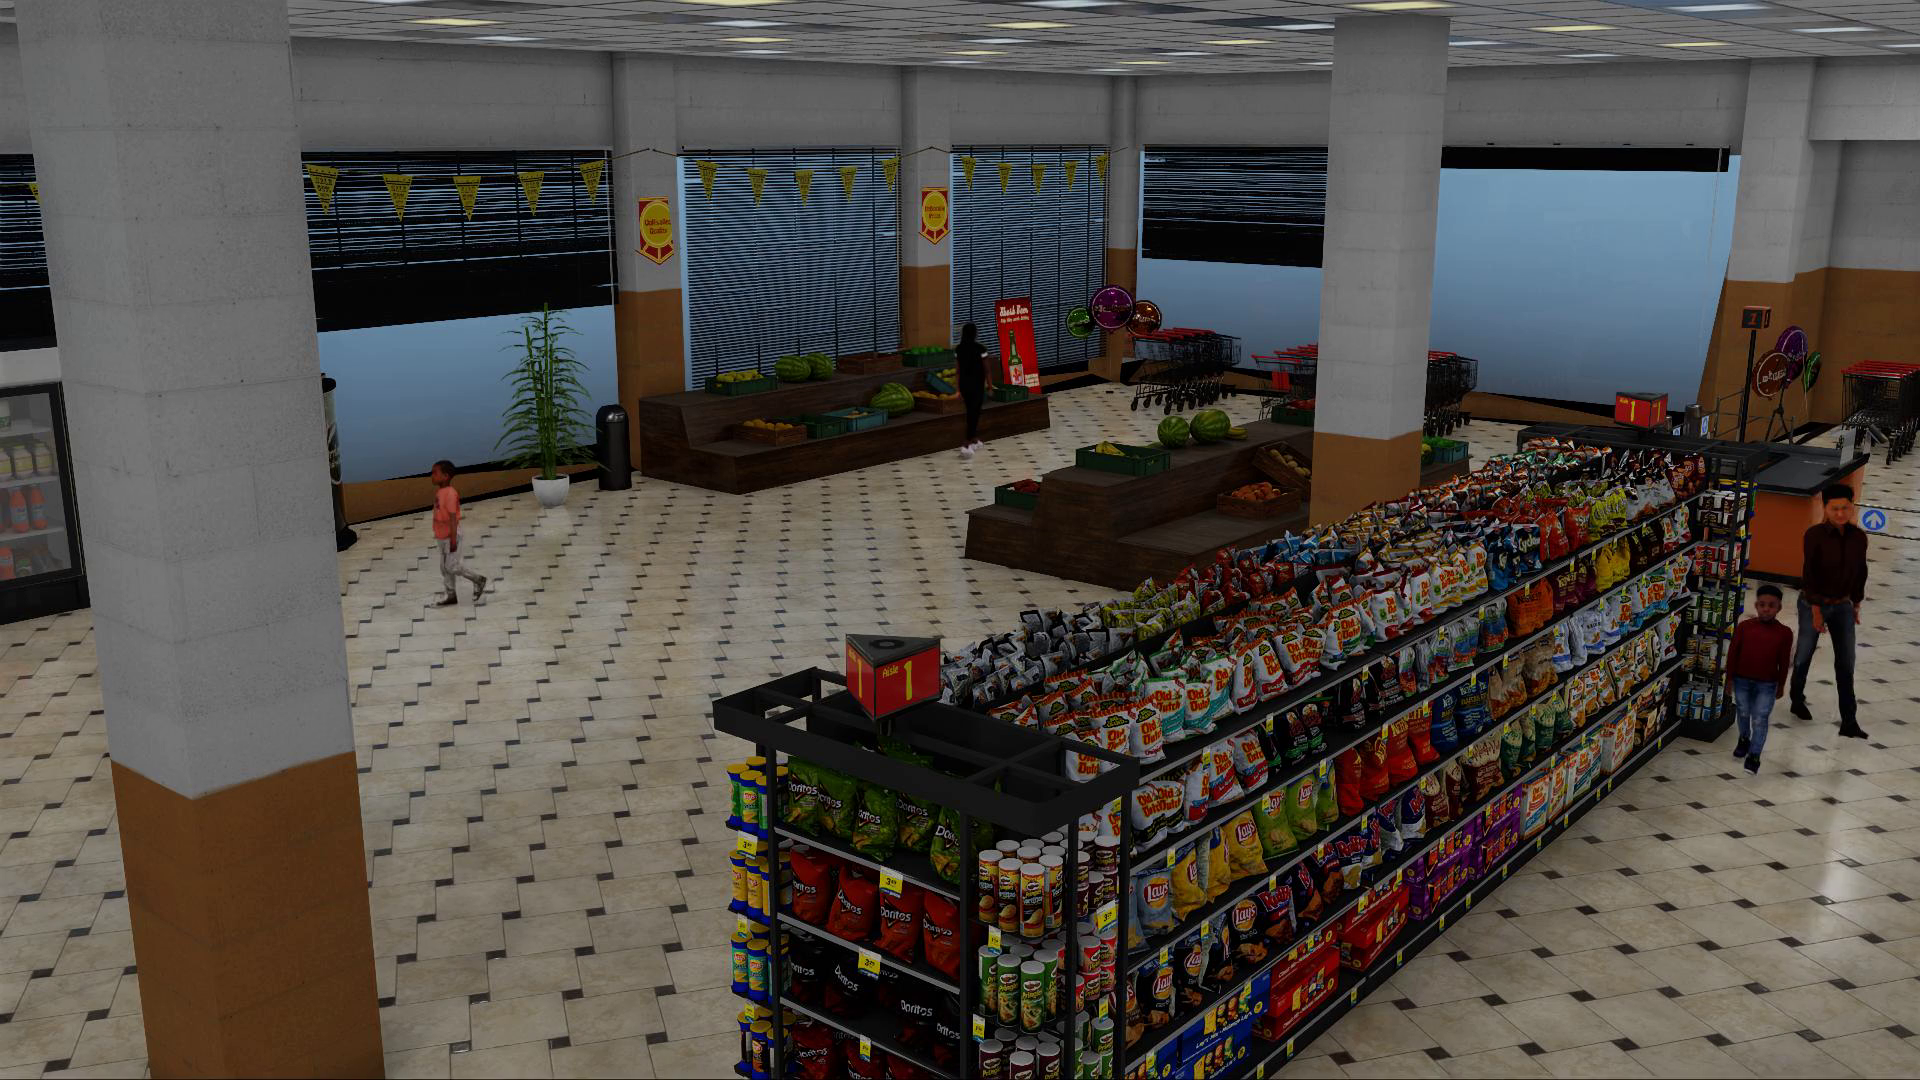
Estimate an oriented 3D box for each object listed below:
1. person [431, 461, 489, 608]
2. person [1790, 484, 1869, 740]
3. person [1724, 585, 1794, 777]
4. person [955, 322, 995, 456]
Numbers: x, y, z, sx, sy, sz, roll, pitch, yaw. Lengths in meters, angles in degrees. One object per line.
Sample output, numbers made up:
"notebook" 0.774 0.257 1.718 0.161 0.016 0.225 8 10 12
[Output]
"person" -4.417 -0.055 14.586 0.755 1.303 0.579 -10 17 -35
"person" 5.935 0.467 11.532 1.052 1.727 1.138 0 14 -2
"person" 5.195 0.891 10.850 0.557 1.225 0.887 10 17 35
"person" 0.151 -1.919 21.431 0.748 1.698 1.087 7 15 27
